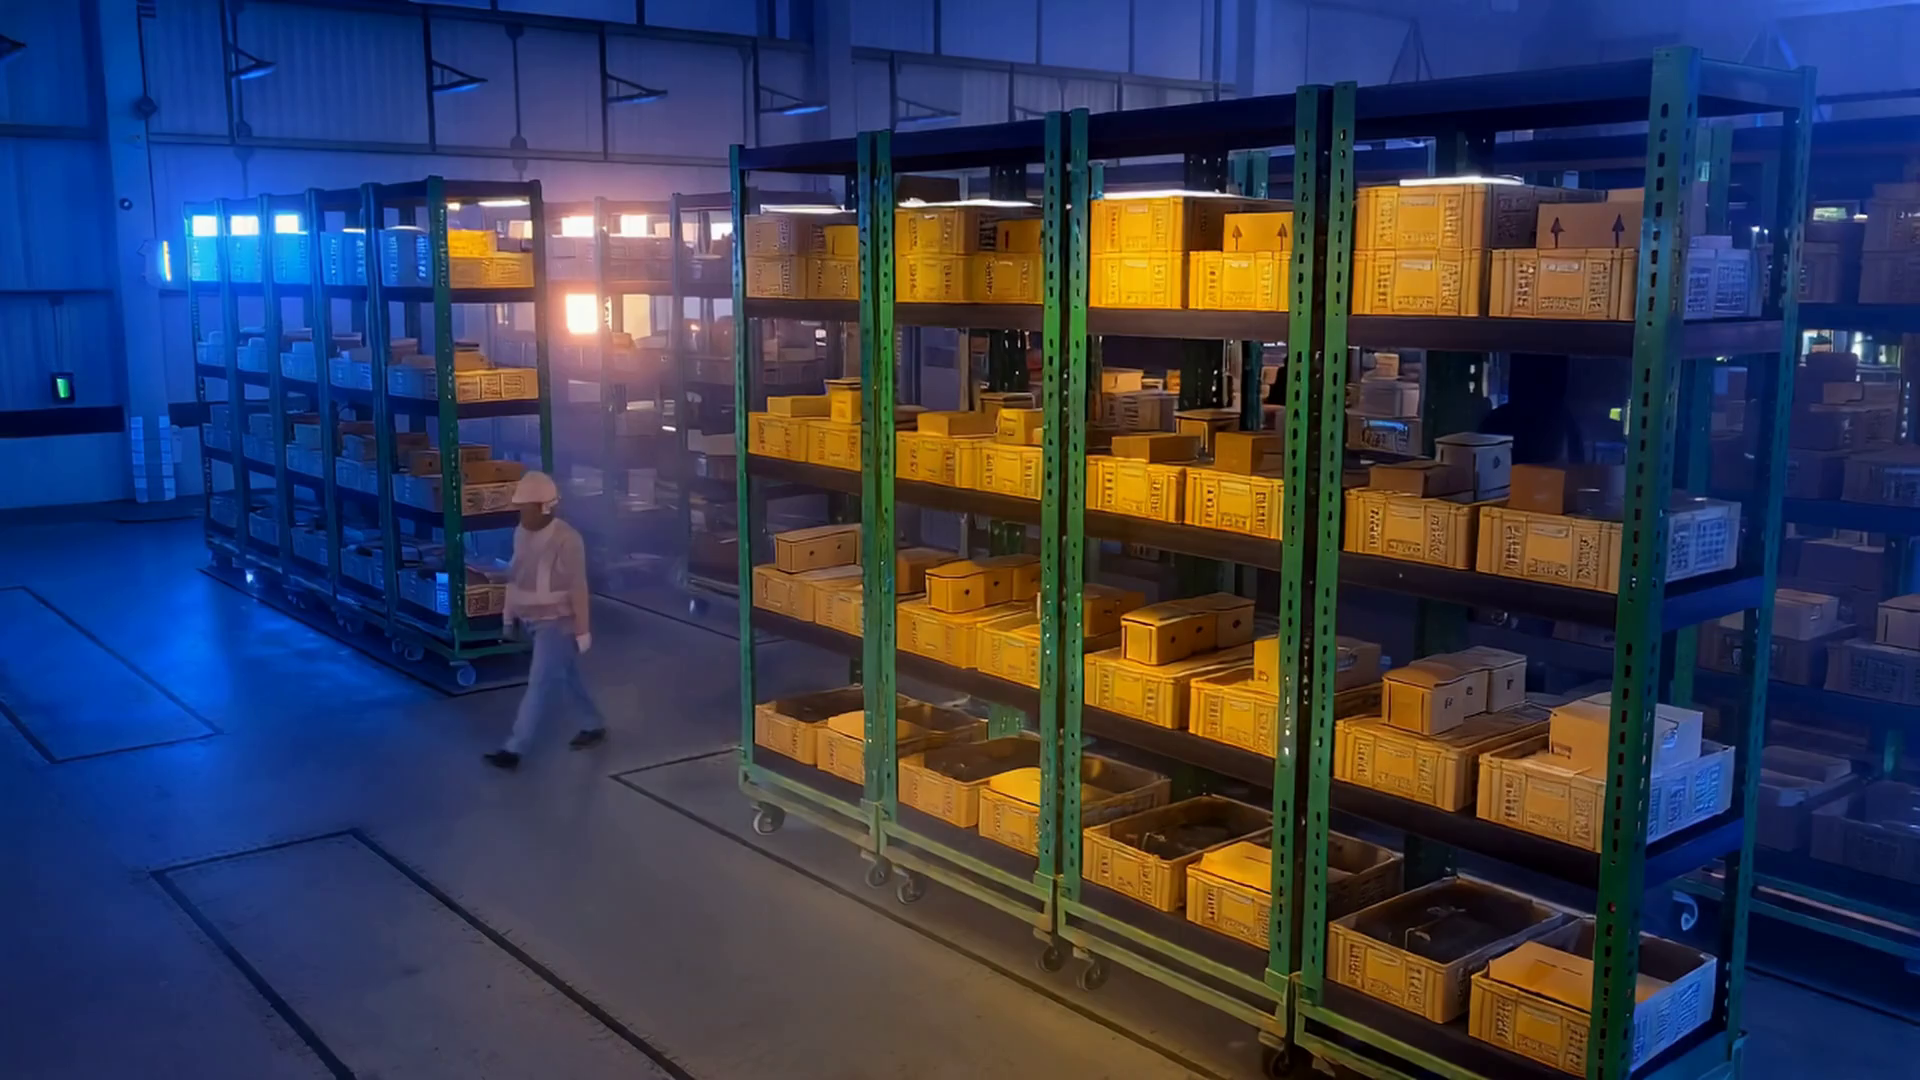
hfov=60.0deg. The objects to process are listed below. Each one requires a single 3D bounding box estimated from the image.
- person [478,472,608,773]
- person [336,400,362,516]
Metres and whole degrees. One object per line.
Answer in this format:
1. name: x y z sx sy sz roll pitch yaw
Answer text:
1. person: -2.535 0.471 10.060 0.606 1.777 0.952 9 13 43
2. person: -6.176 -0.688 16.849 0.373 1.840 0.572 -3 10 -15
